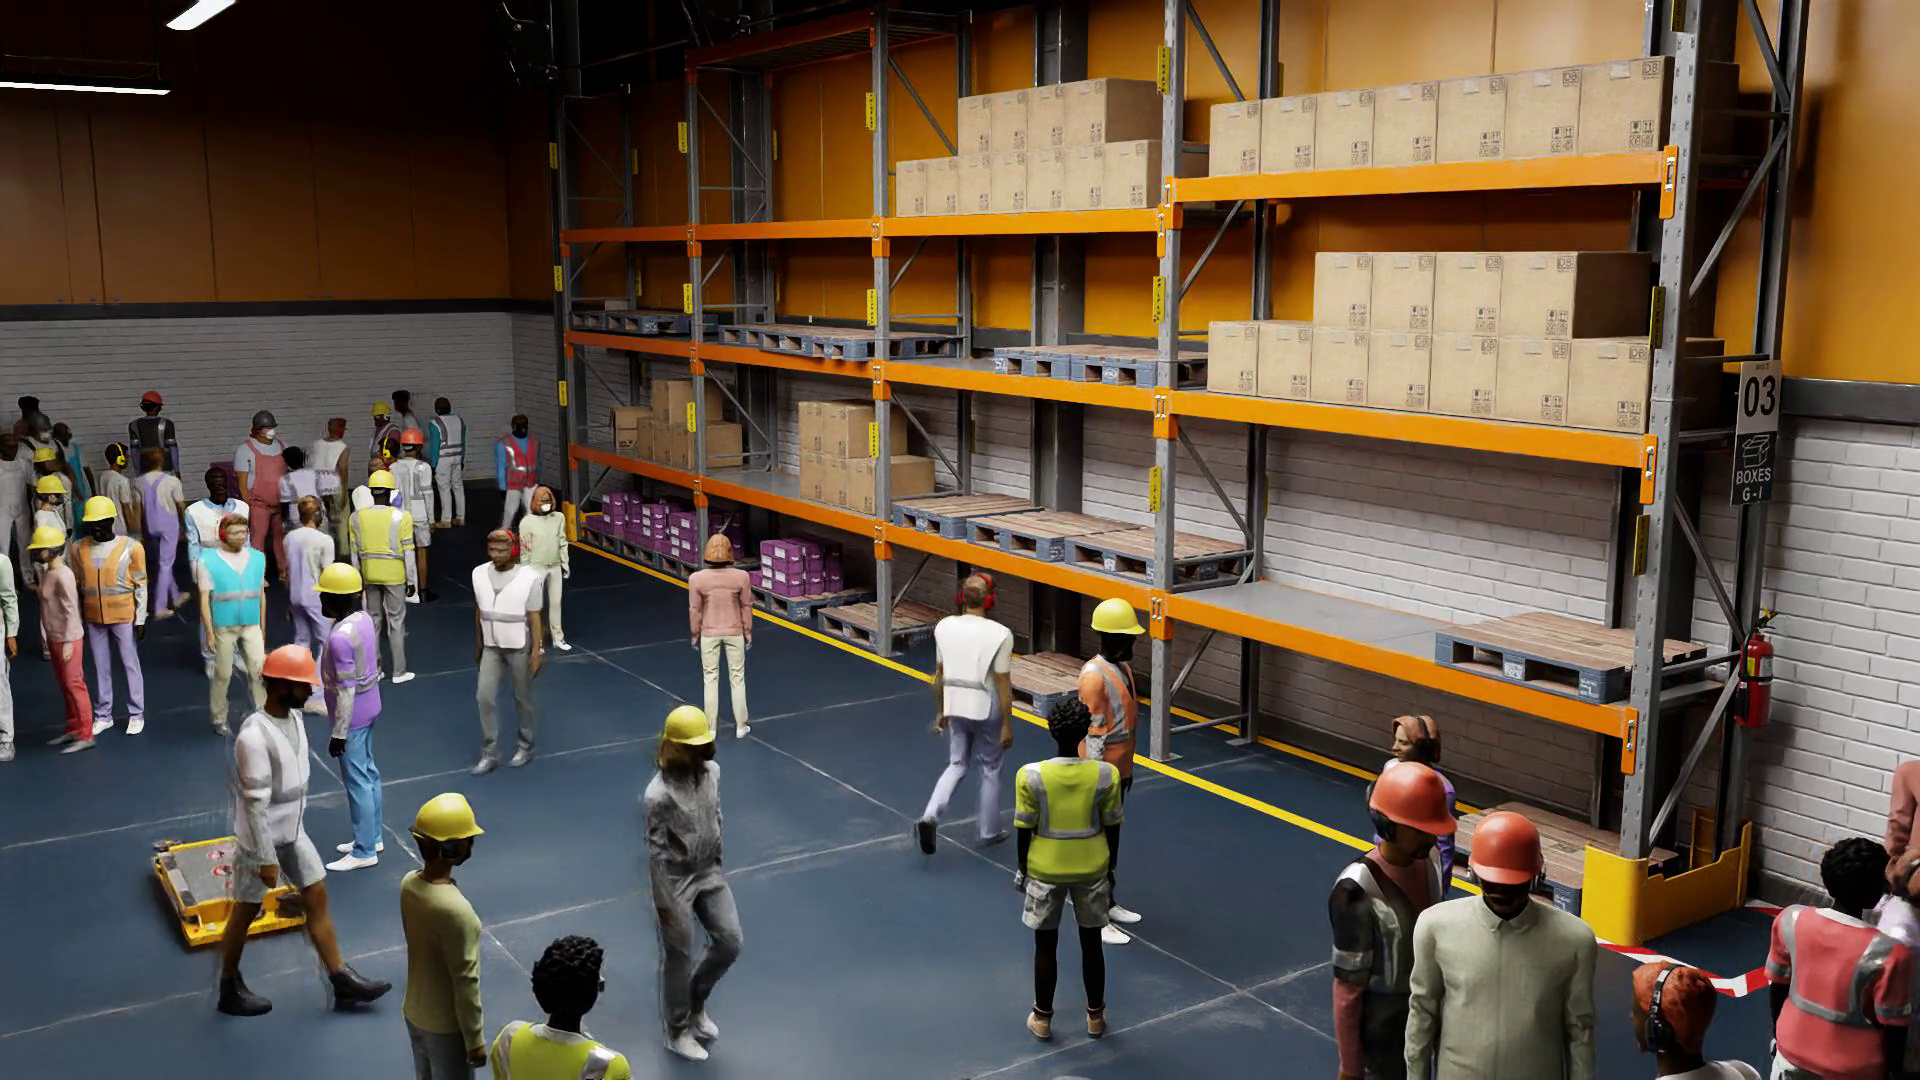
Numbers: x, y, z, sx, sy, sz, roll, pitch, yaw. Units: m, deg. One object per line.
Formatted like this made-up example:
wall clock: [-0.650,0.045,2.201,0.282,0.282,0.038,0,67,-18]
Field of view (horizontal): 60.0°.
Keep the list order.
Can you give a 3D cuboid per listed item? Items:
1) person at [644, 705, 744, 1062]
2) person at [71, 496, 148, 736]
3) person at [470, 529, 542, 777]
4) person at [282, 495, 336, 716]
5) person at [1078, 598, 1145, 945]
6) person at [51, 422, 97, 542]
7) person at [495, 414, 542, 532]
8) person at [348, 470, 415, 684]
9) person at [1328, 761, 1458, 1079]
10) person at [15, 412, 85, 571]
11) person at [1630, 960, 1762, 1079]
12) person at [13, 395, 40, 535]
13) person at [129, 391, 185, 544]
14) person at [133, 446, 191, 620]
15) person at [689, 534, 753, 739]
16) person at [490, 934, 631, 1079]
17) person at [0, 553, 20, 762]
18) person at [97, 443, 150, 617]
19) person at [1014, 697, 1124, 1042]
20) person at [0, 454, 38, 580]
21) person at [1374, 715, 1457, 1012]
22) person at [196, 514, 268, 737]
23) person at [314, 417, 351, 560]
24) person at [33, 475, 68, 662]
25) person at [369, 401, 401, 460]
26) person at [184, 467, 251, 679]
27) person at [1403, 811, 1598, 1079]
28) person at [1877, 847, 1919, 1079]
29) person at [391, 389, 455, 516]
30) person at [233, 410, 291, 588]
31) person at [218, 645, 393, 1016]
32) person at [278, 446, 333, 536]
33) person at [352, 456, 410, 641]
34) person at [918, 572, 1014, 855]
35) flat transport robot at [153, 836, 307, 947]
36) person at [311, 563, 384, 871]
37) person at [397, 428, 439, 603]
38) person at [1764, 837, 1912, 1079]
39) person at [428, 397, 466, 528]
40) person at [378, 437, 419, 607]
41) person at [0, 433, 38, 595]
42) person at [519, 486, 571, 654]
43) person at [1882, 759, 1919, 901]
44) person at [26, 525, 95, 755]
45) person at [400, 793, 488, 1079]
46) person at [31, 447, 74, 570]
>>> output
person: [-1.262,1.615,7.851,0.378,1.727,0.501,7,12,34]
person: [-6.756,0.602,13.219,0.587,1.928,0.362,0,10,-3]
person: [-3.366,0.828,12.194,0.610,1.816,0.744,3,10,17]
person: [-5.392,0.549,13.841,0.534,1.830,0.454,4,10,20]
person: [0.840,1.270,9.294,0.363,1.928,0.587,3,10,18]
person: [-10.992,-0.578,20.506,0.582,1.806,0.806,-7,12,-36]
person: [-5.681,-0.732,21.427,0.630,1.805,0.953,-7,12,-36]
person: [-5.142,0.331,14.879,0.583,1.909,0.424,1,10,5]
person: [1.581,1.776,6.035,0.612,2.031,0.403,-10,14,-44]
person: [-10.858,-0.581,19.830,1.006,2.000,0.735,2,10,10]
person: [1.979,2.084,4.661,0.576,1.880,0.360,-5,11,-28]
person: [-12.434,-0.954,22.269,0.368,1.955,0.599,-9,13,-43]
person: [-10.636,-0.957,22.033,0.605,2.043,0.384,0,10,-1]
person: [-8.433,-0.092,17.679,0.523,1.830,0.731,1,10,7]
person: [-1.881,0.763,13.129,0.498,1.634,0.278,-1,10,-7]
person: [-1.244,2.077,5.273,0.530,1.689,0.322,4,11,24]
person: [-7.394,0.720,12.465,0.614,1.945,0.404,-2,10,-12]
person: [-8.806,-0.087,17.456,0.505,1.864,0.333,6,12,33]
person: [0.520,1.595,8.060,0.541,1.695,0.315,-1,10,-5]
person: [-11.095,-0.402,19.280,0.641,1.888,1.036,4,11,24]
person: [2.172,1.633,8.005,0.313,1.642,0.513,-4,10,-22]
person: [-5.677,0.698,13.067,0.701,1.819,0.612,8,13,40]
person: [-7.832,-0.617,20.693,0.591,1.816,0.655,4,11,24]
person: [-8.533,0.267,15.682,0.333,1.764,0.527,-3,10,-17]
person: [-7.935,-1.009,22.994,0.403,1.824,0.591,-9,13,-42]
person: [-6.717,0.282,15.123,0.396,1.919,0.590,8,12,39]
person: [1.816,1.866,5.634,0.616,1.986,0.407,3,10,16]
person: [3.616,1.923,6.368,0.372,1.611,0.548,6,11,30]
person: [-7.899,-1.248,24.166,1.039,1.907,0.621,-3,10,-15]
person: [-7.973,-0.481,19.244,0.537,2.000,0.682,7,12,35]
person: [-3.319,1.464,8.289,0.970,1.872,0.601,2,10,9]
person: [-7.437,-0.242,18.921,0.590,1.661,0.386,-8,13,-41]
person: [-5.761,0.091,16.498,0.561,1.836,0.394,3,10,18]
person: [0.056,1.114,10.532,0.568,1.822,0.736,6,12,33]
flat transport robot: [-4.308,2.009,9.814,0.652,0.197,1.431,-6,11,-32]
person: [-3.796,1.089,10.346,0.355,1.930,0.587,-1,10,-8]
person: [-6.005,-0.268,18.330,0.543,1.929,0.387,3,10,19]
person: [3.231,1.920,6.146,0.319,1.698,0.538,-6,11,-30]
person: [-7.230,-1.090,23.409,0.429,1.839,0.630,5,11,28]
person: [-6.134,-0.194,18.096,0.333,1.860,0.510,3,10,19]
person: [-10.670,-0.292,18.723,0.346,1.840,0.502,6,12,33]
person: [-3.988,0.284,15.979,0.504,1.622,0.285,-9,13,-44]
person: [4.627,1.605,7.811,0.532,1.765,0.330,5,11,25]
person: [-6.918,0.760,12.766,0.325,1.767,0.532,-9,13,-42]
person: [-1.975,1.841,6.446,0.339,1.761,0.524,-8,13,-39]
person: [-9.991,-0.168,18.316,0.486,1.736,0.341,2,10,12]
